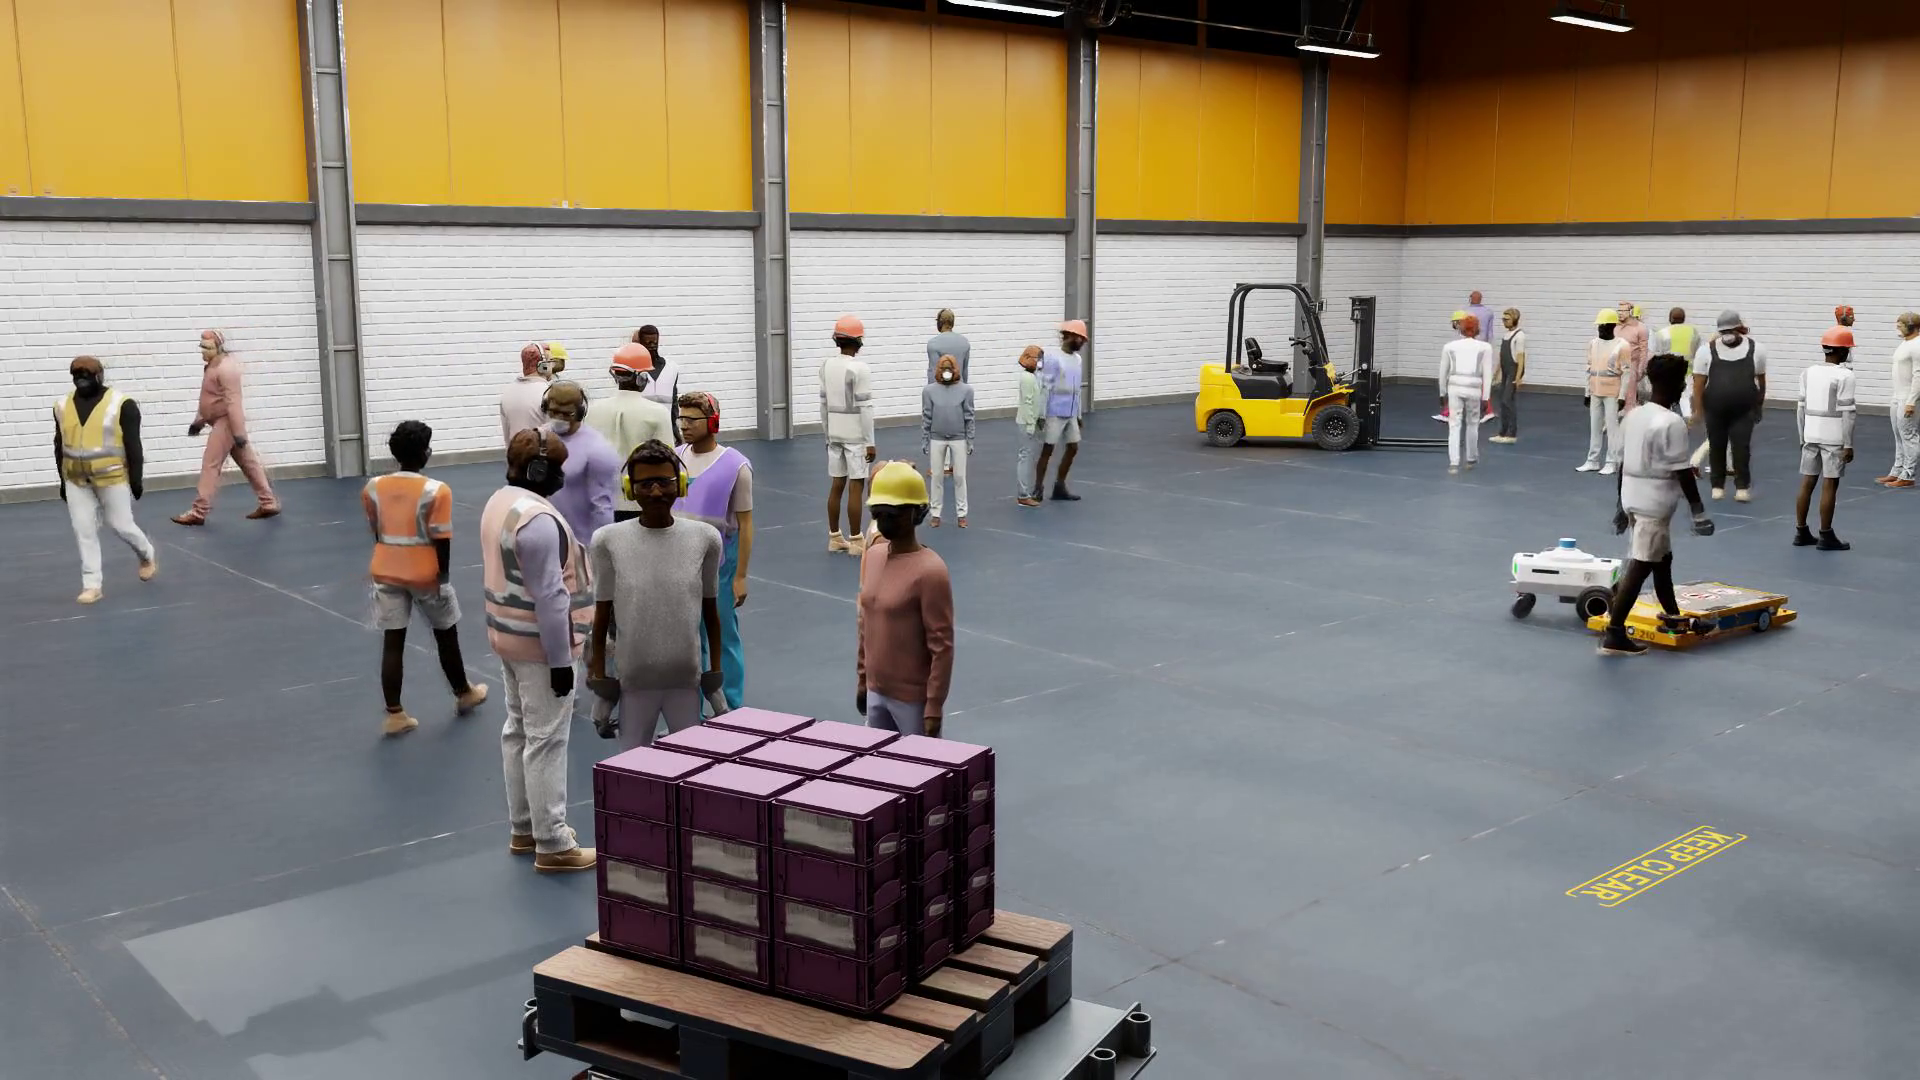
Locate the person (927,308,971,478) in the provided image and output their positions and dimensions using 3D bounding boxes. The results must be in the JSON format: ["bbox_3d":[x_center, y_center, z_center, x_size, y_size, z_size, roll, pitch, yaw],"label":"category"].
[{"bbox_3d":[-0.156,-1.685,19.103,0.373,1.940,0.628,9,13,43],"label":"person"}]

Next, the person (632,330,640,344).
[{"bbox_3d":[-3.917,-1.824,20.870,0.797,1.604,0.509,-6,12,-33],"label":"person"}]

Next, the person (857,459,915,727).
[{"bbox_3d":[-0.307,0.454,7.452,0.310,1.642,0.514,0,10,-3],"label":"person"}]

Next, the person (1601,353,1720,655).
[{"bbox_3d":[4.502,-0.216,10.549,0.863,1.925,0.614,0,10,-2],"label":"person"}]

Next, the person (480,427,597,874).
[{"bbox_3d":[-1.732,0.451,6.899,0.429,1.839,0.623,-6,11,-32],"label":"person"}]

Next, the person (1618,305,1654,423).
[{"bbox_3d":[10.356,-2.703,25.502,0.623,1.798,0.851,9,13,43],"label":"person"}]

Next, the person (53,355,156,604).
[{"bbox_3d":[-6.370,-0.474,12.378,0.633,1.819,0.740,0,10,0],"label":"person"}]

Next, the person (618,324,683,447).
[{"bbox_3d":[-2.836,-1.007,15.200,0.597,1.915,0.372,-7,12,-34],"label":"person"}]

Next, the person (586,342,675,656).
[{"bbox_3d":[-2.050,-0.245,10.505,0.621,1.994,0.381,3,10,17],"label":"person"}]

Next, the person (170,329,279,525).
[{"bbox_3d":[-6.994,-1.072,15.785,0.965,1.849,0.655,-4,11,-24],"label":"person"}]

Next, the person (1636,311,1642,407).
[{"bbox_3d":[11.045,-2.975,27.366,0.318,1.697,0.535,-8,13,-41],"label":"person"}]

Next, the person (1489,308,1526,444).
[{"bbox_3d":[7.428,-2.222,22.554,0.406,1.841,0.523,-1,10,-4],"label":"person"}]

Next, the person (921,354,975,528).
[{"bbox_3d":[-0.109,-0.920,15.545,0.504,1.628,0.279,1,10,5],"label":"person"}]

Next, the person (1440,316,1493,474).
[{"bbox_3d":[5.933,-1.711,19.550,0.607,1.825,1.000,4,11,24],"label":"person"}]

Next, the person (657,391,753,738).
[{"bbox_3d":[-1.310,0.148,8.640,0.563,1.847,0.390,6,11,31],"label":"person"}]

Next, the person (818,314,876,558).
[{"bbox_3d":[-0.919,-0.874,14.045,0.373,2.043,0.615,-9,13,-43],"label":"person"}]

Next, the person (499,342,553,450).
[{"bbox_3d":[-3.054,-0.487,12.186,0.643,1.909,0.410,7,12,36],"label":"person"}]

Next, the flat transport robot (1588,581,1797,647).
[{"bbox_3d":[4.982,0.484,11.282,1.431,0.197,0.652,-7,12,-34],"label":"flat transport robot"}]

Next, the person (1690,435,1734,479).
[{"bbox_3d":[8.644,-1.492,18.955,0.794,1.605,0.501,-1,10,-4],"label":"person"}]

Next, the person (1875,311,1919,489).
[{"bbox_3d":[10.341,-1.524,18.181,0.371,1.933,0.627,2,10,14],"label":"person"}]

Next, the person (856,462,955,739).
[{"bbox_3d":[-0.232,0.583,6.321,0.304,1.770,0.533,-7,12,-36],"label":"person"}]

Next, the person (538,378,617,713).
[{"bbox_3d":[-2.094,0.043,9.151,0.664,1.895,0.634,5,11,29],"label":"person"}]

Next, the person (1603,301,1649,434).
[{"bbox_3d":[9.343,-2.417,23.484,0.403,1.906,0.651,-9,13,-42],"label":"person"}]

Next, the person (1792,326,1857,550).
[{"bbox_3d":[7.511,-0.880,14.389,0.356,1.936,0.551,-4,10,-20],"label":"person"}]

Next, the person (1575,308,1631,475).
[{"bbox_3d":[7.507,-1.724,19.360,0.384,1.928,0.589,-5,11,-26],"label":"person"}]

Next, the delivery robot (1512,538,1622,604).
[{"bbox_3d":[4.248,0.231,11.659,0.707,0.478,0.477,4,11,24],"label":"delivery robot"}]

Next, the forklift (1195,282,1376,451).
[{"bbox_3d":[4.328,-2.346,22.227,2.313,2.155,1.214,3,10,16],"label":"forklift"}]

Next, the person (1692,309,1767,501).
[{"bbox_3d":[7.925,-1.407,17.179,0.706,2.000,0.662,4,11,24],"label":"person"}]

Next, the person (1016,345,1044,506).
[{"bbox_3d":[0.713,-1.164,16.948,0.285,1.632,0.499,1,10,5],"label":"person"}]

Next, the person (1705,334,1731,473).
[{"bbox_3d":[8.909,-1.592,19.441,0.311,1.636,0.521,5,11,25],"label":"person"}]

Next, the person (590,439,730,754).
[{"bbox_3d":[-1.120,0.552,6.205,0.512,1.872,0.328,-3,10,-18],"label":"person"}]

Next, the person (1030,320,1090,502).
[{"bbox_3d":[0.991,-1.298,17.035,0.746,1.896,0.447,-9,13,-44],"label":"person"}]

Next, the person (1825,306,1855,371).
[{"bbox_3d":[11.563,-2.134,21.897,0.356,1.883,0.573,3,10,16],"label":"person"}]

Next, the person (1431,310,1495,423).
[{"bbox_3d":[7.700,-2.617,25.238,0.926,1.715,0.564,4,10,21],"label":"person"}]

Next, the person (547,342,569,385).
[{"bbox_3d":[-3.776,-0.975,15.523,0.298,1.744,0.486,0,10,-3],"label":"person"}]

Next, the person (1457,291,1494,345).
[{"bbox_3d":[9.305,-3.549,30.118,0.652,1.904,0.403,0,10,-3],"label":"person"}]

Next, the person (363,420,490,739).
[{"bbox_3d":[-2.888,0.184,8.945,0.541,1.666,0.758,2,10,11],"label":"person"}]

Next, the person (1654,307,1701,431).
[{"bbox_3d":[10.096,-2.363,23.399,0.644,1.825,0.725,1,10,5],"label":"person"}]
